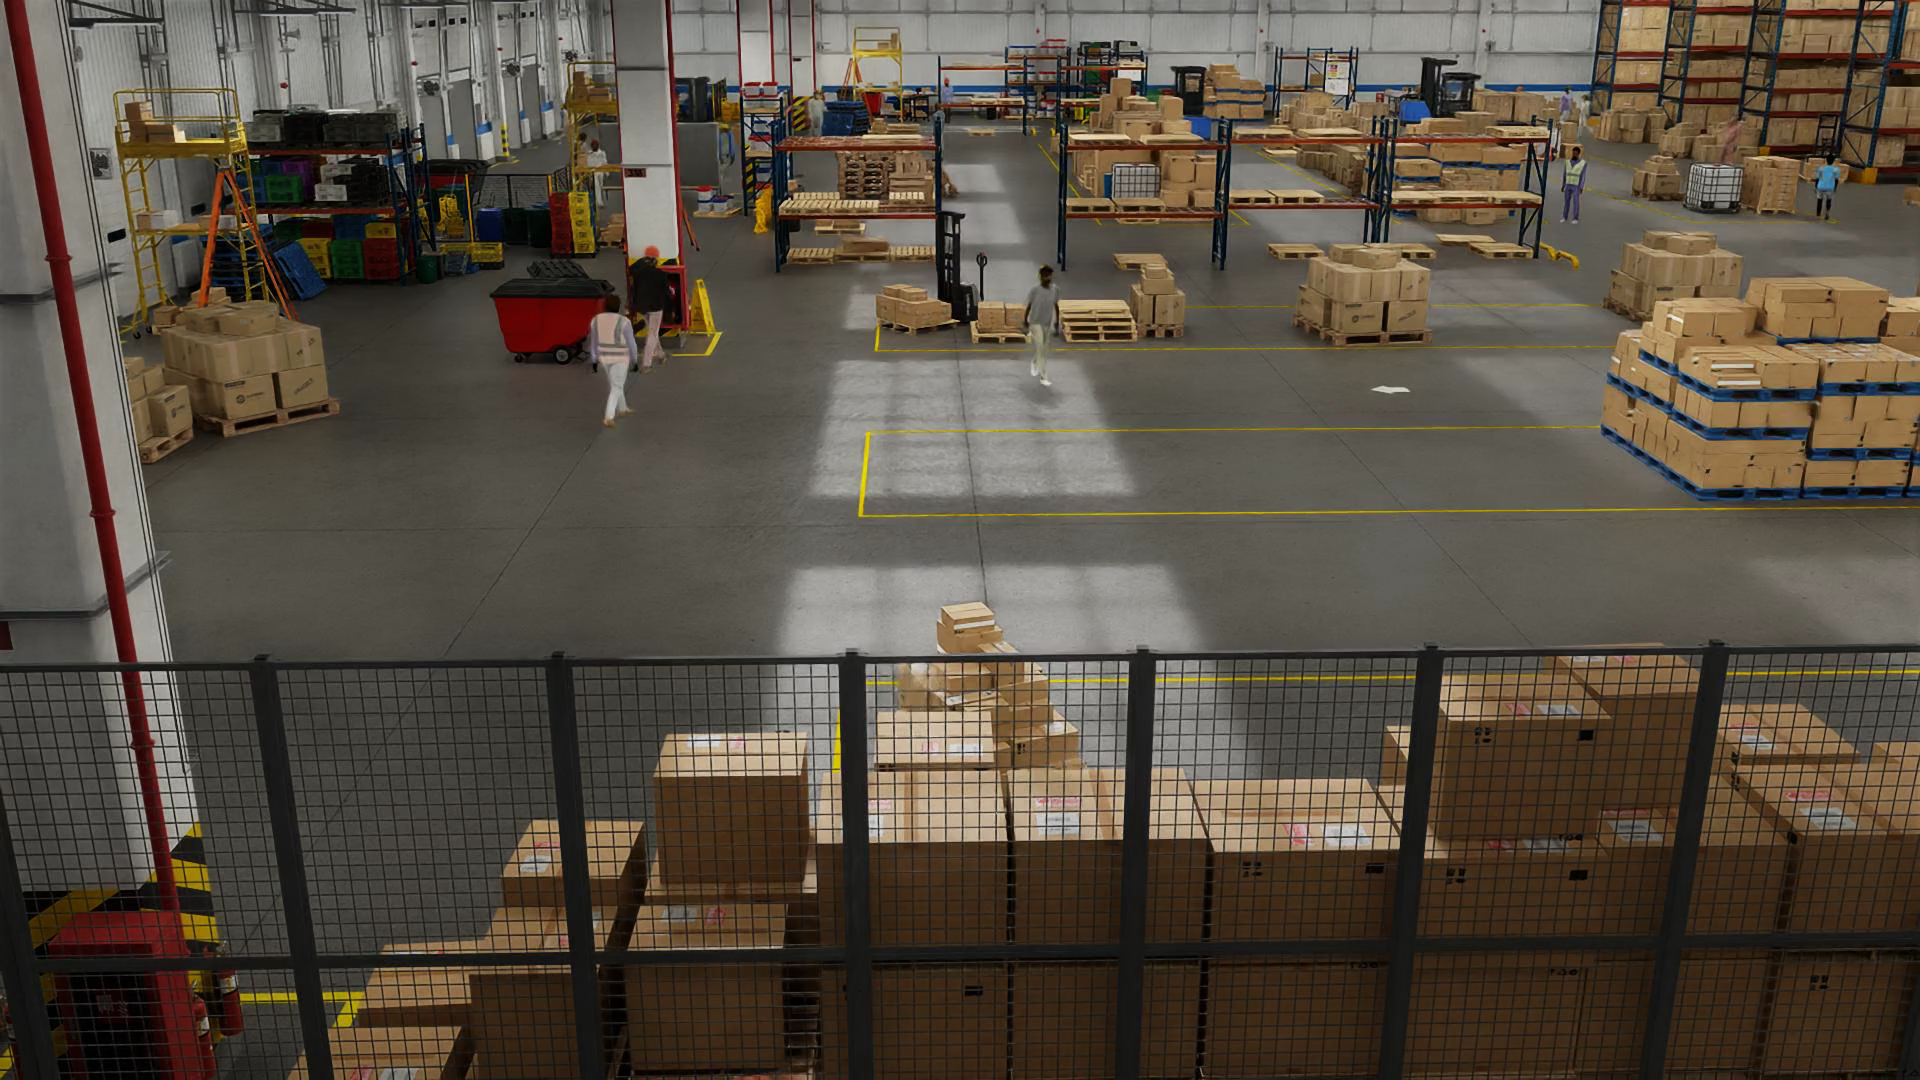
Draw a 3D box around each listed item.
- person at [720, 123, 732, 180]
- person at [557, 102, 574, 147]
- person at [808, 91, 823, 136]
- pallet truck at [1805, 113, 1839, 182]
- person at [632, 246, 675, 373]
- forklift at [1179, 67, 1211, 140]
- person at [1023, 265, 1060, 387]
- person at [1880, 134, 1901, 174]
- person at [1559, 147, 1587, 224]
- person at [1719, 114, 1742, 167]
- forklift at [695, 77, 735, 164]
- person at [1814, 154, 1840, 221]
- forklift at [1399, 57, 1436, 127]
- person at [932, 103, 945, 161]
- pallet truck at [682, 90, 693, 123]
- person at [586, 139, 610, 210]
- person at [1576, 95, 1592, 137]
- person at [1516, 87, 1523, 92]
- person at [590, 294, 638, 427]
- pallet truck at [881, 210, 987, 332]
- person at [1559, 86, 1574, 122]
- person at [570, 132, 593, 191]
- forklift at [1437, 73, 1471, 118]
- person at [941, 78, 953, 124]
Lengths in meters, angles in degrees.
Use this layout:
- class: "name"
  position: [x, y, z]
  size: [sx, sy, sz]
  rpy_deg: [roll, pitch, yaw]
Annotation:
- class: "person"
  position: [-7.208, -11.842, 50.784]
  size: [0.462, 1.731, 0.489]
  rpy_deg: [-11, 22, -30]
- class: "person"
  position: [-14.520, -15.301, 61.209]
  size: [0.596, 1.616, 0.546]
  rpy_deg: [11, 21, 29]
- class: "person"
  position: [-5.455, -16.015, 62.874]
  size: [0.637, 1.920, 0.828]
  rpy_deg: [-10, 21, -27]
- class: "pallet truck"
  position: [26.403, -11.957, 50.702]
  size: [0.823, 1.965, 1.885]
  rpy_deg: [6, 19, 16]
- class: "person"
  position: [-4.813, -3.636, 26.124]
  size: [0.641, 1.937, 1.057]
  rpy_deg: [7, 20, 20]
- class: "forklift"
  position: [8.564, -16.052, 61.490]
  size: [1.129, 2.768, 1.873]
  rpy_deg: [-3, 19, -9]
- class: "person"
  position: [1.229, -3.312, 25.326]
  size: [0.539, 1.831, 0.896]
  rpy_deg: [-7, 20, -19]
- class: "person"
  position: [29.582, -12.589, 52.677]
  size: [0.829, 1.932, 0.635]
  rpy_deg: [-4, 19, -11]
- class: "person"
  position: [15.441, -8.925, 41.856]
  size: [0.392, 1.908, 0.588]
  rpy_deg: [-16, 24, -39]
- class: "person"
  position: [24.205, -12.443, 52.348]
  size: [0.413, 1.873, 0.709]
  rpy_deg: [-9, 21, -25]
- class: "forklift"
  position: [-8.481, -13.870, 55.019]
  size: [1.873, 2.768, 1.129]
  rpy_deg: [-1, 19, -1]
- class: "person"
  position: [22.025, -8.968, 42.318]
  size: [0.539, 1.687, 0.369]
  rpy_deg: [7, 20, 20]
- class: "forklift"
  position: [19.264, -18.500, 68.753]
  size: [1.873, 2.768, 1.129]
  rpy_deg: [-1, 19, -1]
- class: "person"
  position: [-0.740, -13.790, 56.231]
  size: [0.361, 1.938, 0.635]
  rpy_deg: [10, 21, 27]
- class: "pallet truck"
  position: [-9.671, -15.907, 62.421]
  size: [0.823, 1.965, 1.885]
  rpy_deg: [5, 19, 15]
- class: "person"
  position: [-9.729, -9.801, 44.549]
  size: [0.575, 1.847, 0.969]
  rpy_deg: [-14, 23, -36]
- class: "person"
  position: [24.397, -16.536, 64.854]
  size: [0.520, 1.623, 0.539]
  rpy_deg: [-6, 19, -16]
- class: "person"
  position: [21.587, -16.557, 64.446]
  size: [0.648, 1.944, 1.038]
  rpy_deg: [17, 25, 42]
- class: "person"
  position: [-4.770, -2.479, 22.905]
  size: [0.644, 1.803, 0.952]
  rpy_deg: [7, 20, 20]
- class: "pallet truck"
  position: [-0.493, -4.759, 29.349]
  size: [1.885, 1.965, 0.823]
  rpy_deg: [-13, 23, -34]
- class: "person"
  position: [23.726, -16.826, 65.311]
  size: [0.661, 1.933, 0.520]
  rpy_deg: [-14, 23, -35]
- class: "person"
  position: [-10.819, -10.736, 47.503]
  size: [0.521, 1.743, 1.131]
  rpy_deg: [10, 21, 26]
- class: "forklift"
  position: [17.108, -14.811, 57.808]
  size: [1.129, 2.768, 1.873]
  rpy_deg: [-1, 19, -2]
- class: "person"
  position: [-0.566, -18.740, 71.008]
  size: [0.566, 1.886, 1.013]
  rpy_deg: [-1, 19, -3]
